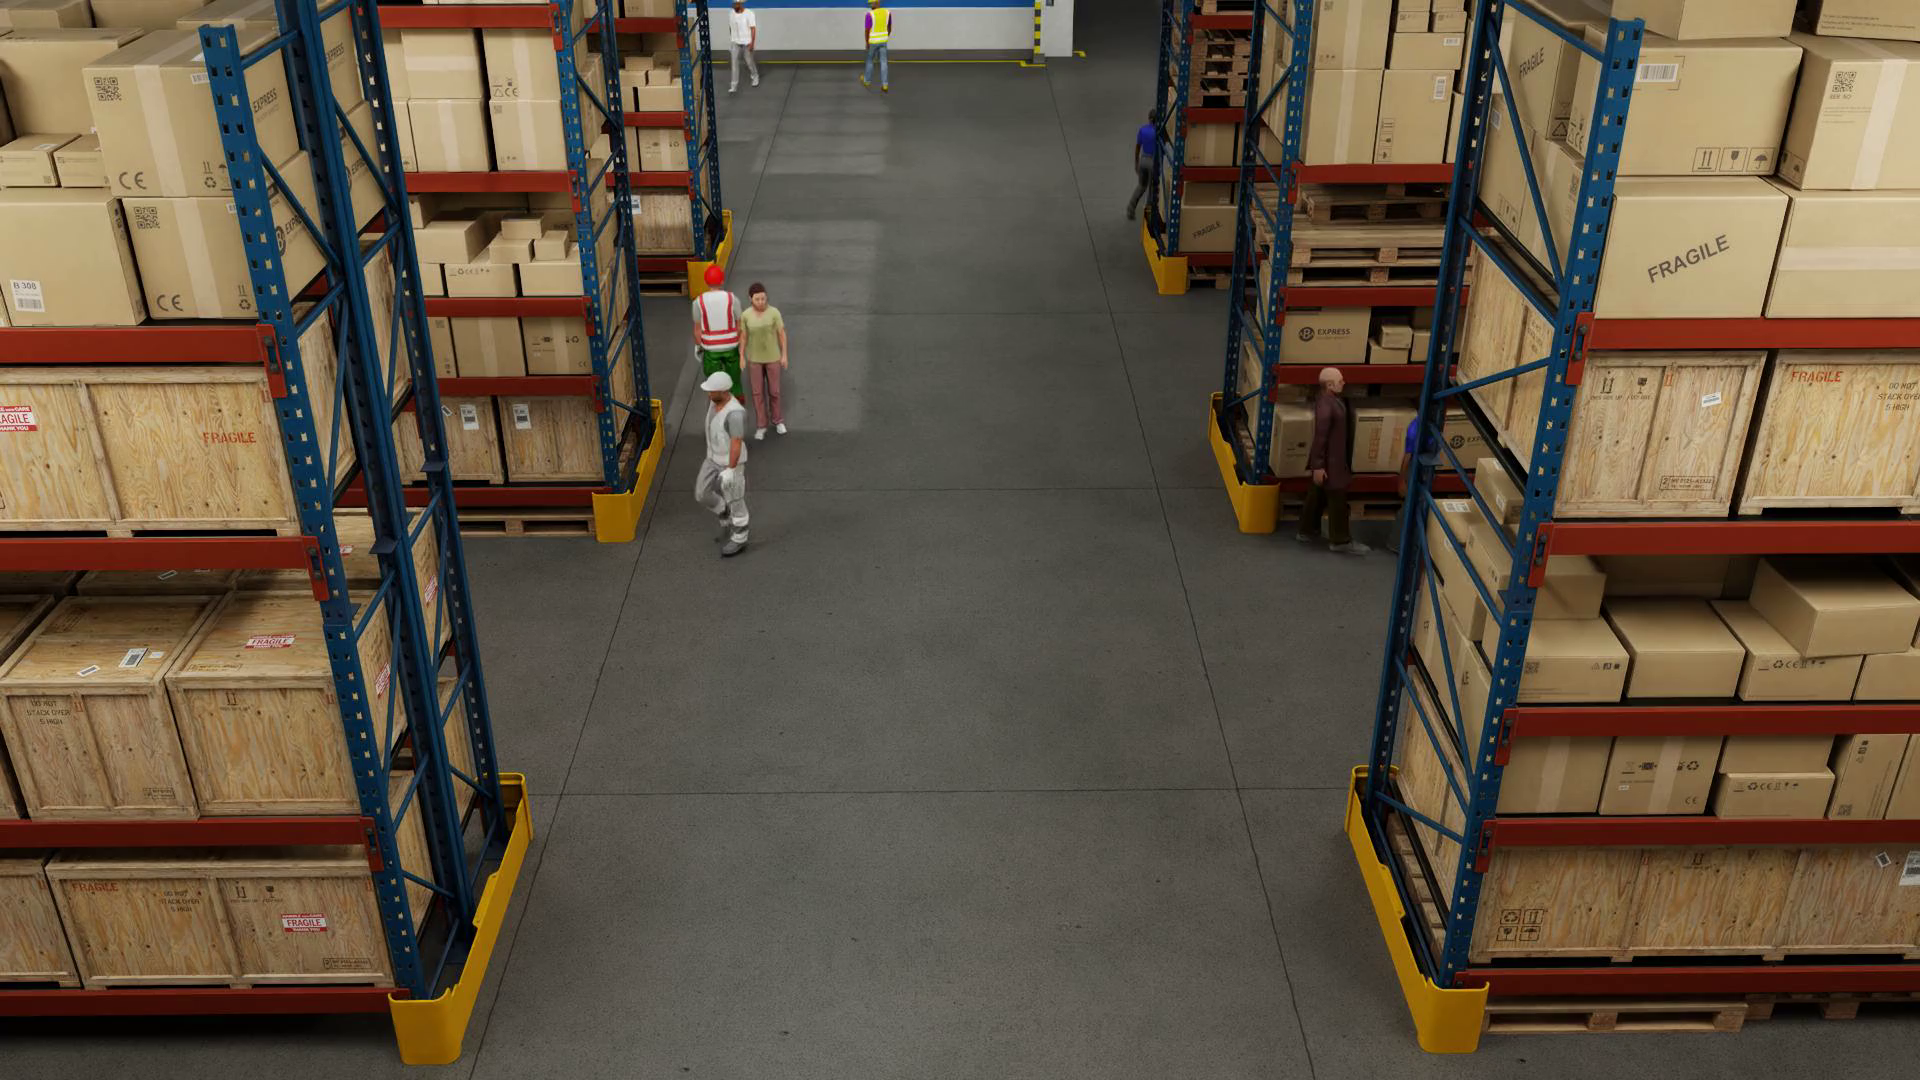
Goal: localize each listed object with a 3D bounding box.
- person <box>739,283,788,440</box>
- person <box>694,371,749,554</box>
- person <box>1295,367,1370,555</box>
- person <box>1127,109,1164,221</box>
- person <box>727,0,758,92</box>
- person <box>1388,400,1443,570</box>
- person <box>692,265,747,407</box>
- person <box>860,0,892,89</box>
[{"bbox_3d":[-2.076,-1.892,17.512,0.518,1.679,0.453,1,28,2],"label":"person"},{"bbox_3d":[-2.157,-0.698,15.125,0.425,1.786,0.559,-21,35,-34],"label":"person"},{"bbox_3d":[3.506,-0.758,15.285,0.666,1.773,0.608,3,28,6],"label":"person"},{"bbox_3d":[2.696,-5.379,24.002,0.470,1.659,0.573,18,33,30],"label":"person"},{"bbox_3d":[-4.126,-9.393,31.384,0.577,1.739,0.914,7,29,13],"label":"person"},{"bbox_3d":[4.265,-0.538,15.019,0.681,1.658,0.472,20,34,33],"label":"person"},{"bbox_3d":[-2.548,-2.068,17.689,0.555,1.795,0.429,-6,29,-11],"label":"person"},{"bbox_3d":[-1.586,-9.459,31.481,0.597,1.746,0.876,-12,31,-22],"label":"person"}]
